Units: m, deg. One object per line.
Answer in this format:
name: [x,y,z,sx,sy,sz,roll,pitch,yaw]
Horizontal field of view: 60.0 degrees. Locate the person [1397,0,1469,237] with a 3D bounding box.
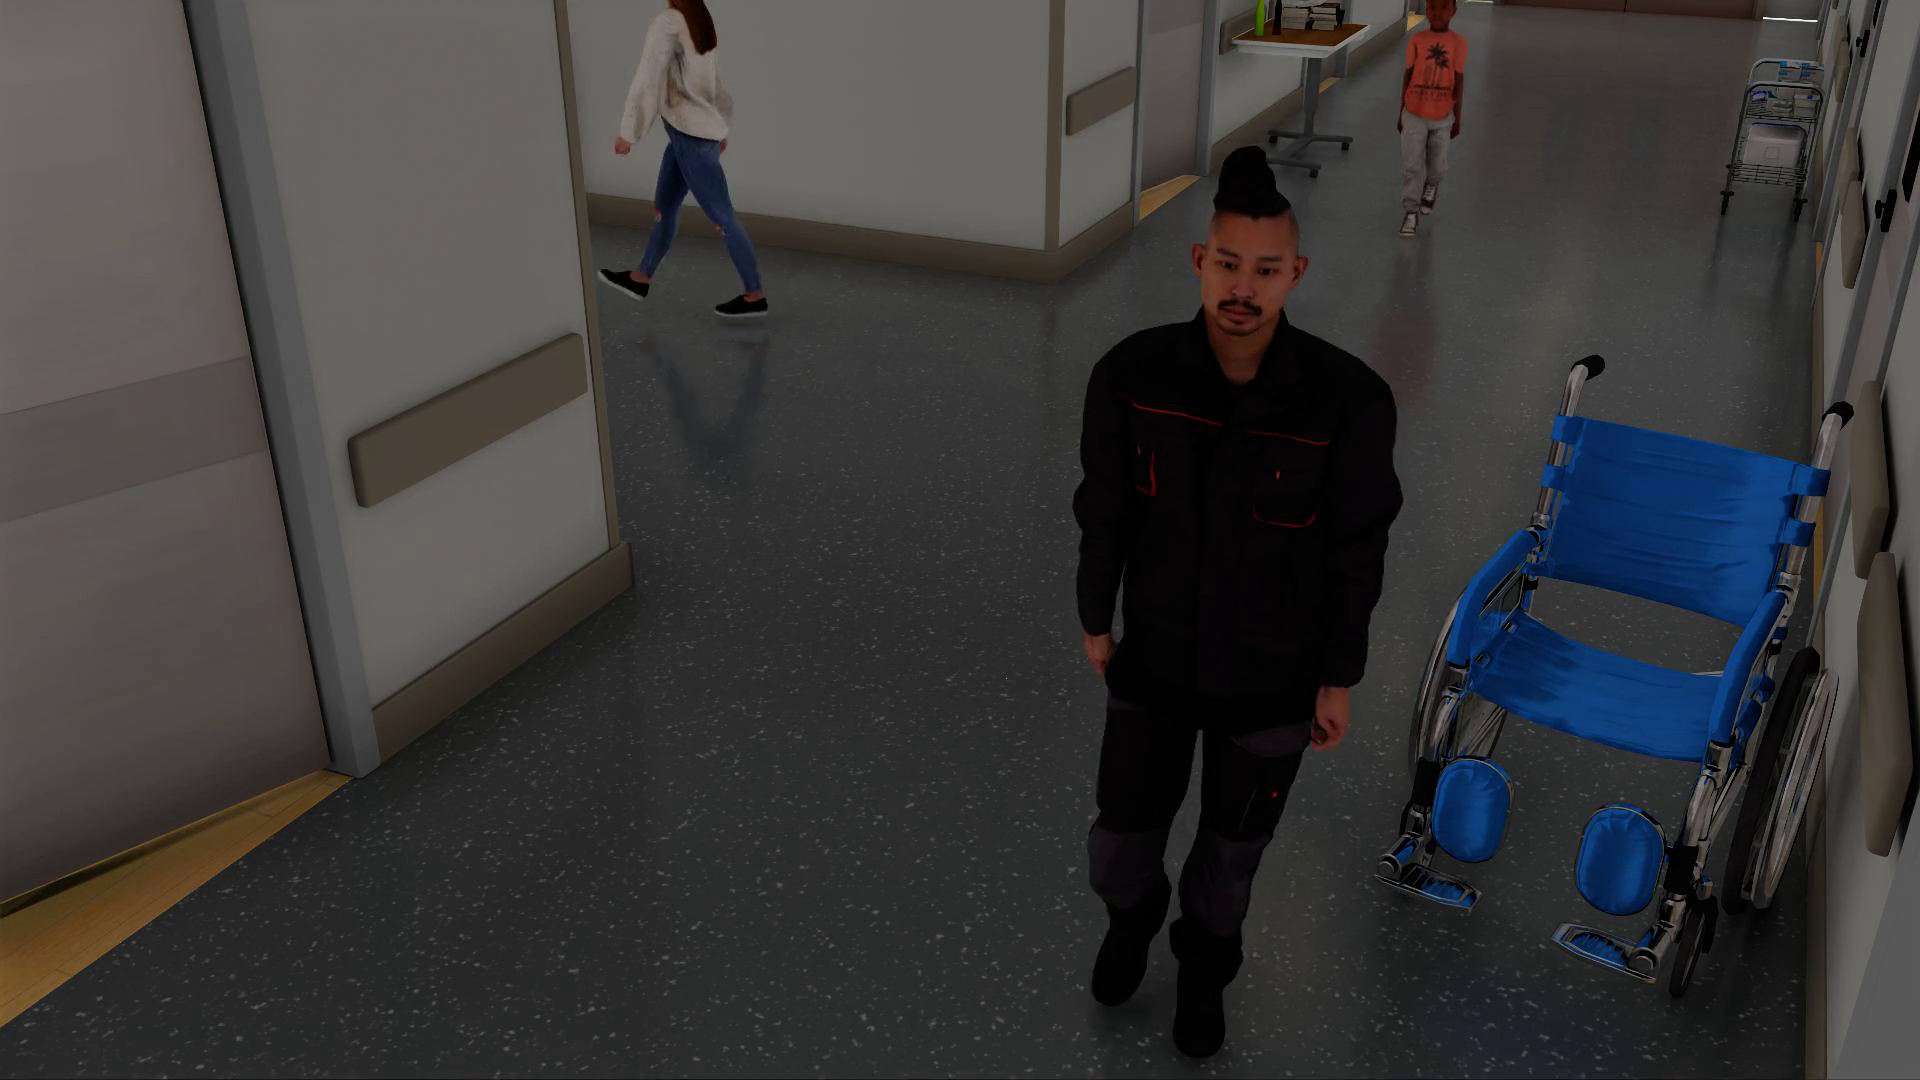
person: [2.562,-2.342,9.064,0.533,1.297,0.835,9,27,17]

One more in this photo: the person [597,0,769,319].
person: [-1.114,-1.776,7.488,0.894,1.645,1.090,4,26,7]

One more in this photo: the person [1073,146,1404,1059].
person: [0.514,0.150,3.253,0.823,1.855,0.751,6,26,13]
